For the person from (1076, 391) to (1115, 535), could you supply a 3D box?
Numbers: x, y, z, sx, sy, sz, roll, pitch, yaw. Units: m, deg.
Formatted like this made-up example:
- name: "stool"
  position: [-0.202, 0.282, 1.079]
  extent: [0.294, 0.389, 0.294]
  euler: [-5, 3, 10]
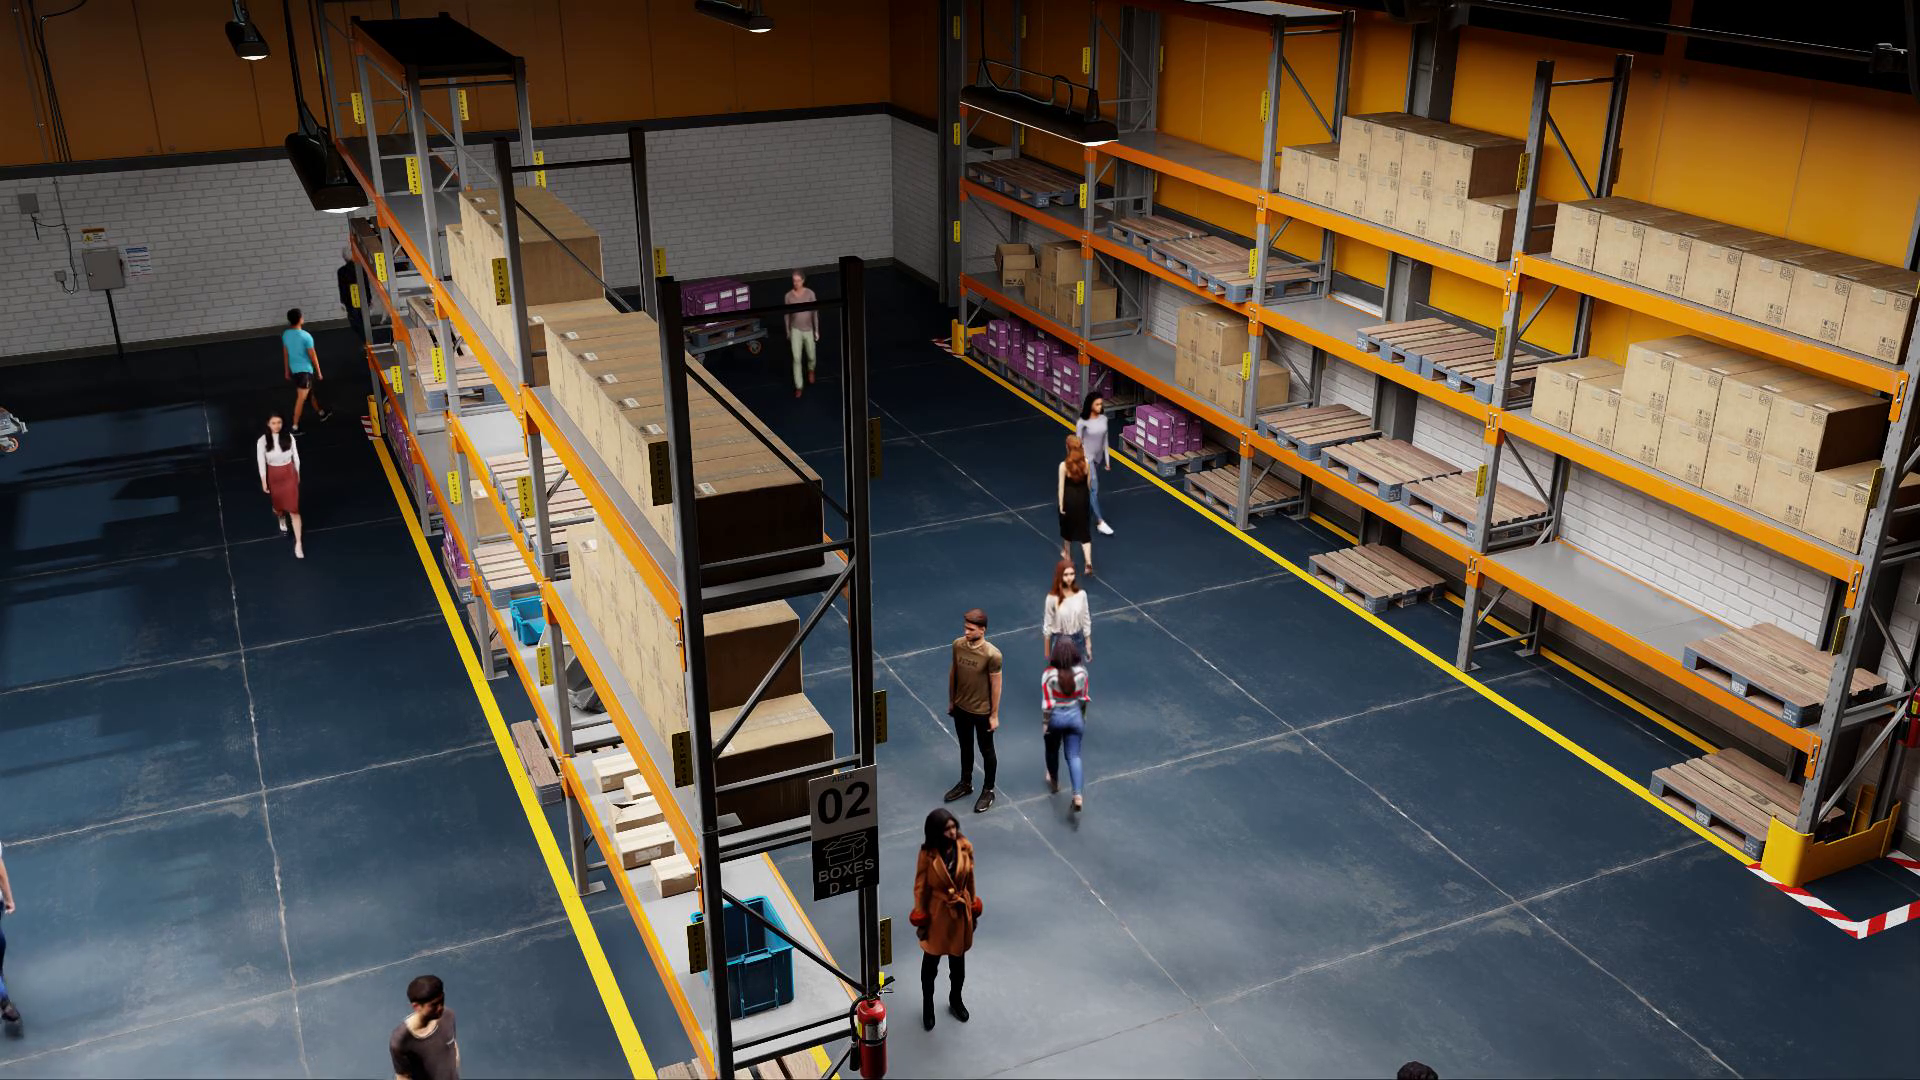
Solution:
- name: "person"
  position: [1.508, -0.975, 20.029]
  extent: [0.800, 1.684, 1.262]
  euler: [-16, 28, -32]

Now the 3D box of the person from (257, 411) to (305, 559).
- name: "person"
  position: [-7.881, -0.672, 19.292]
  extent: [0.585, 1.720, 1.068]
  euler: [-11, 26, -23]

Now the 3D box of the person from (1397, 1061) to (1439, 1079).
- name: "person"
  position: [2.712, 3.661, 9.964]
  extent: [0.646, 1.251, 0.587]
  euler: [9, 25, 19]

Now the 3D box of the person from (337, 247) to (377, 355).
- name: "person"
  position: [-9.327, -3.697, 25.908]
  extent: [0.941, 1.770, 1.083]
  euler: [-20, 31, -38]

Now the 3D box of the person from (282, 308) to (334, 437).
- name: "person"
  position: [-9.123, -2.265, 22.944]
  extent: [1.152, 1.713, 1.219]
  euler: [8, 25, 18]

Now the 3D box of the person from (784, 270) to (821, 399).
- name: "person"
  position: [-2.322, -3.106, 24.699]
  extent: [0.976, 1.848, 1.263]
  euler: [-1, 24, -2]

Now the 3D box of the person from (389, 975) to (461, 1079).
- name: "person"
  position: [-3.271, 3.349, 10.134]
  extent: [1.108, 1.687, 0.881]
  euler: [20, 31, 39]

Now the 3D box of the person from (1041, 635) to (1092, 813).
- name: "person"
  position: [0.915, 1.591, 14.281]
  extent: [0.762, 1.586, 1.097]
  euler: [-5, 24, -10]

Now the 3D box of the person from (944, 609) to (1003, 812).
- name: "person"
  position: [0.136, 1.432, 14.313]
  extent: [0.685, 1.852, 0.811]
  euler: [16, 28, 32]

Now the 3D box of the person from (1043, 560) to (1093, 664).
- name: "person"
  position: [0.979, 0.963, 15.581]
  extent: [0.665, 1.696, 1.131]
  euler: [-8, 25, -17]

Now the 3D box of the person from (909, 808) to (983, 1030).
- name: "person"
  position: [-0.102, 2.650, 11.697]
  extent: [0.711, 1.715, 0.613]
  euler: [-8, 25, -17]

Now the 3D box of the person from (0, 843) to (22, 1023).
- name: "person"
  position: [-6.912, 2.669, 11.746]
  extent: [1.223, 1.642, 0.893]
  euler: [21, 31, 39]

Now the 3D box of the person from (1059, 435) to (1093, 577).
- name: "person"
  position: [1.333, -0.382, 18.781]
  extent: [0.691, 1.597, 1.052]
  euler: [-6, 24, -13]
